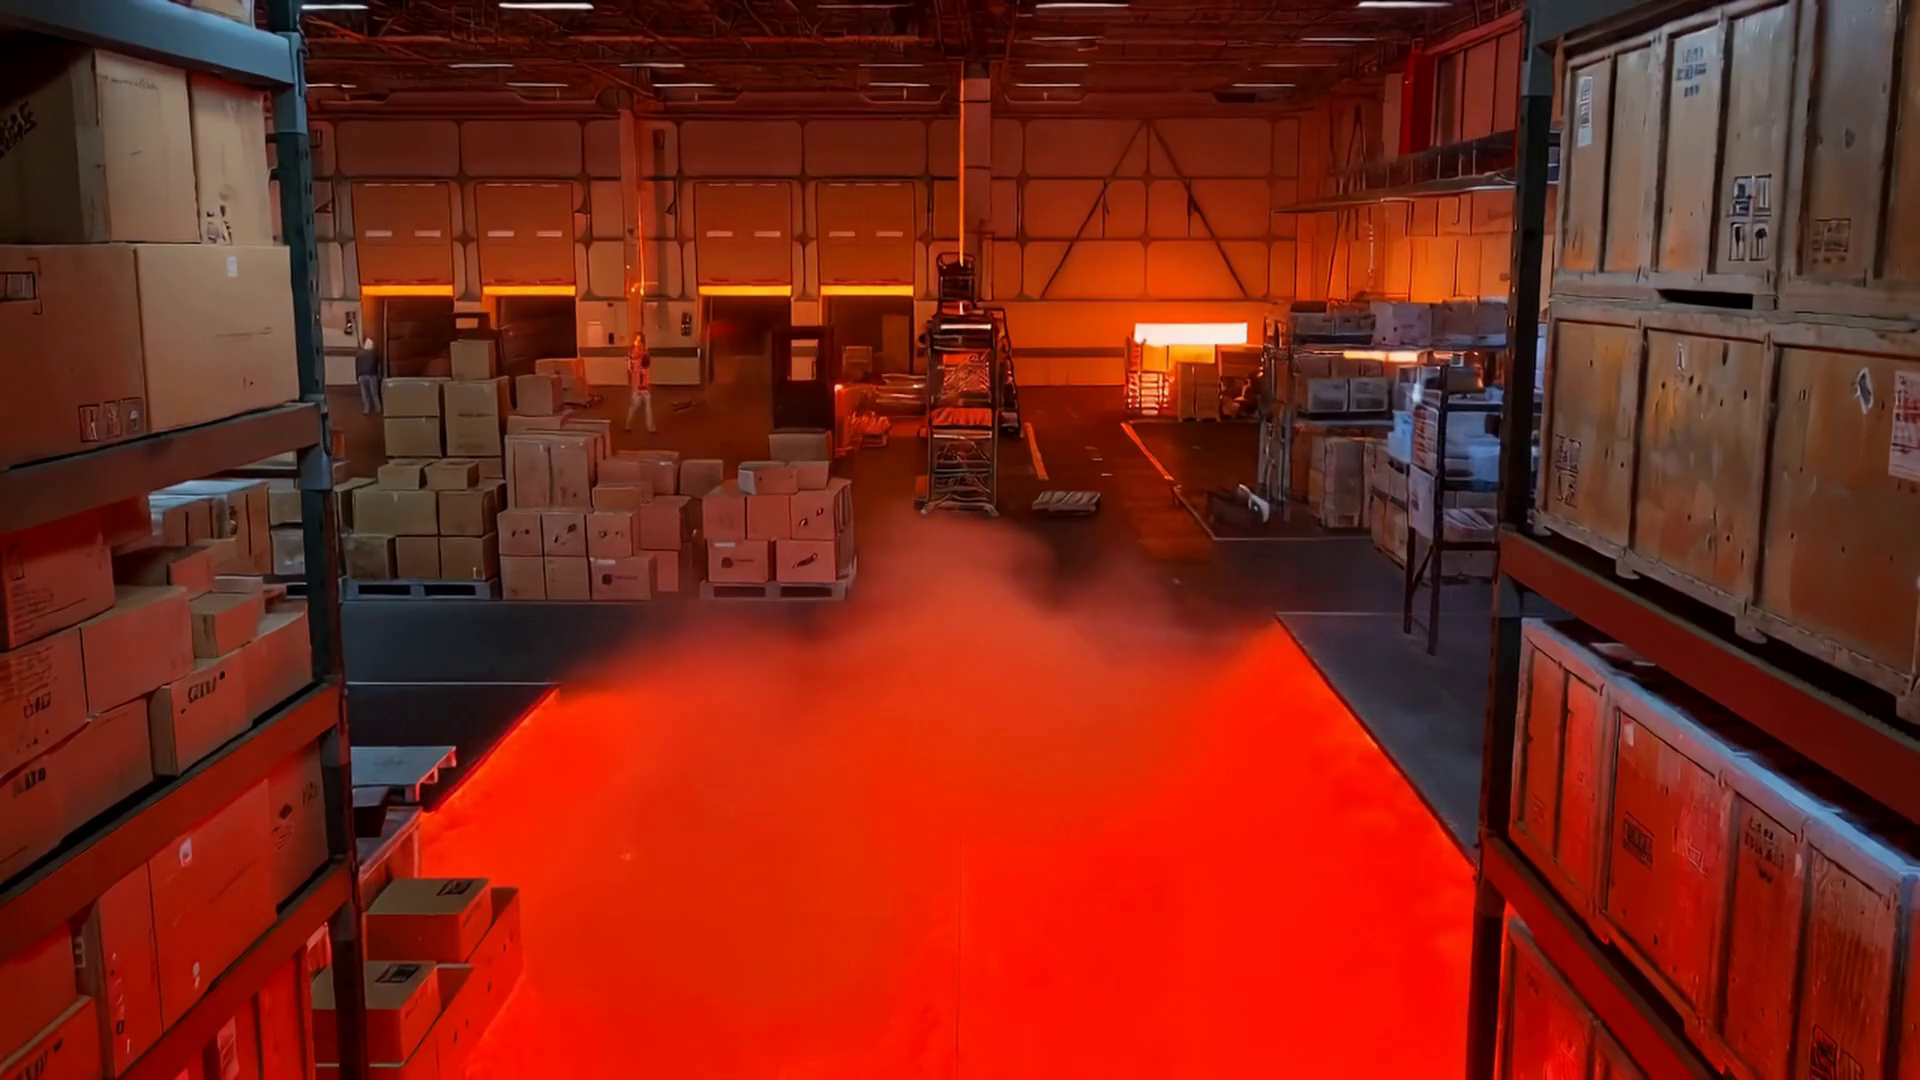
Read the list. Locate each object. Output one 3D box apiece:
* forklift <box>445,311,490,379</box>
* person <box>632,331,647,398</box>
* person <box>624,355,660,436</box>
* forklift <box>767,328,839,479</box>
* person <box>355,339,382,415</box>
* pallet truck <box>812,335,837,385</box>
[{"bbox_3d":[-10.825,-3.651,36.765,1.129,2.768,1.873,2,10,13],"label":"forklift"},{"bbox_3d":[-9.099,-4.960,47.081,0.544,1.928,0.392,7,12,36],"label":"person"},{"bbox_3d":[-7.271,-3.283,37.702,0.999,1.831,0.594,5,11,26],"label":"person"},{"bbox_3d":[-2.738,-2.265,28.771,1.129,2.768,1.873,0,10,1],"label":"forklift"},{"bbox_3d":[-15.059,-4.162,42.426,0.636,1.939,0.362,-3,10,-16],"label":"person"},{"bbox_3d":[-3.021,-4.312,43.126,1.885,1.965,0.823,3,10,17],"label":"pallet truck"}]
